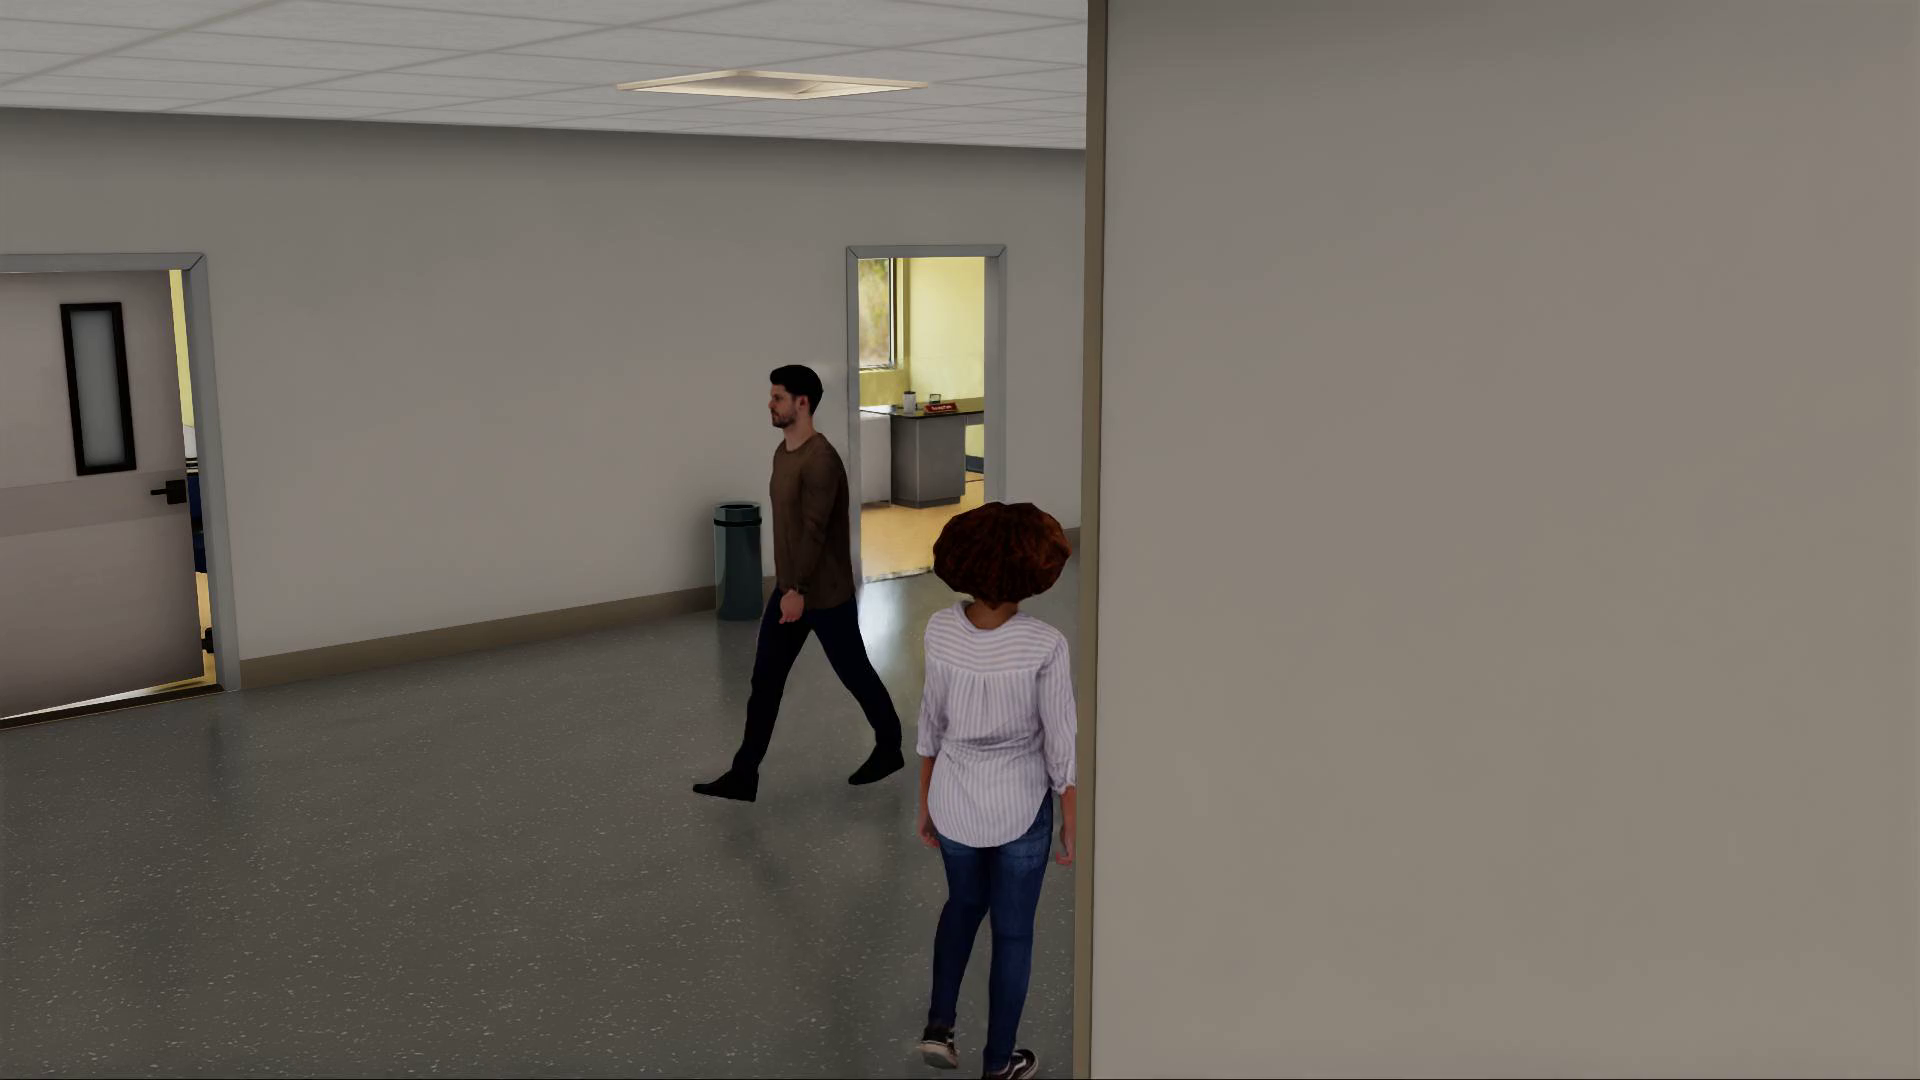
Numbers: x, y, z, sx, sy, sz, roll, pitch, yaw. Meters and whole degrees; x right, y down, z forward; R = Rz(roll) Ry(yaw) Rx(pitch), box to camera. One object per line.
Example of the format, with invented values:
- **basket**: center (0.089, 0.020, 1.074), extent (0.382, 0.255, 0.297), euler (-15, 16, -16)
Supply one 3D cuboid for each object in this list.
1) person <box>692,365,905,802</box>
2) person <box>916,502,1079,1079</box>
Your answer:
- **person**: center (-0.541, 0.220, 7.043), extent (1.203, 1.831, 0.671), euler (-8, 13, -36)
- **person**: center (0.047, 0.750, 4.610), extent (0.768, 1.696, 0.802), euler (5, 12, 27)
